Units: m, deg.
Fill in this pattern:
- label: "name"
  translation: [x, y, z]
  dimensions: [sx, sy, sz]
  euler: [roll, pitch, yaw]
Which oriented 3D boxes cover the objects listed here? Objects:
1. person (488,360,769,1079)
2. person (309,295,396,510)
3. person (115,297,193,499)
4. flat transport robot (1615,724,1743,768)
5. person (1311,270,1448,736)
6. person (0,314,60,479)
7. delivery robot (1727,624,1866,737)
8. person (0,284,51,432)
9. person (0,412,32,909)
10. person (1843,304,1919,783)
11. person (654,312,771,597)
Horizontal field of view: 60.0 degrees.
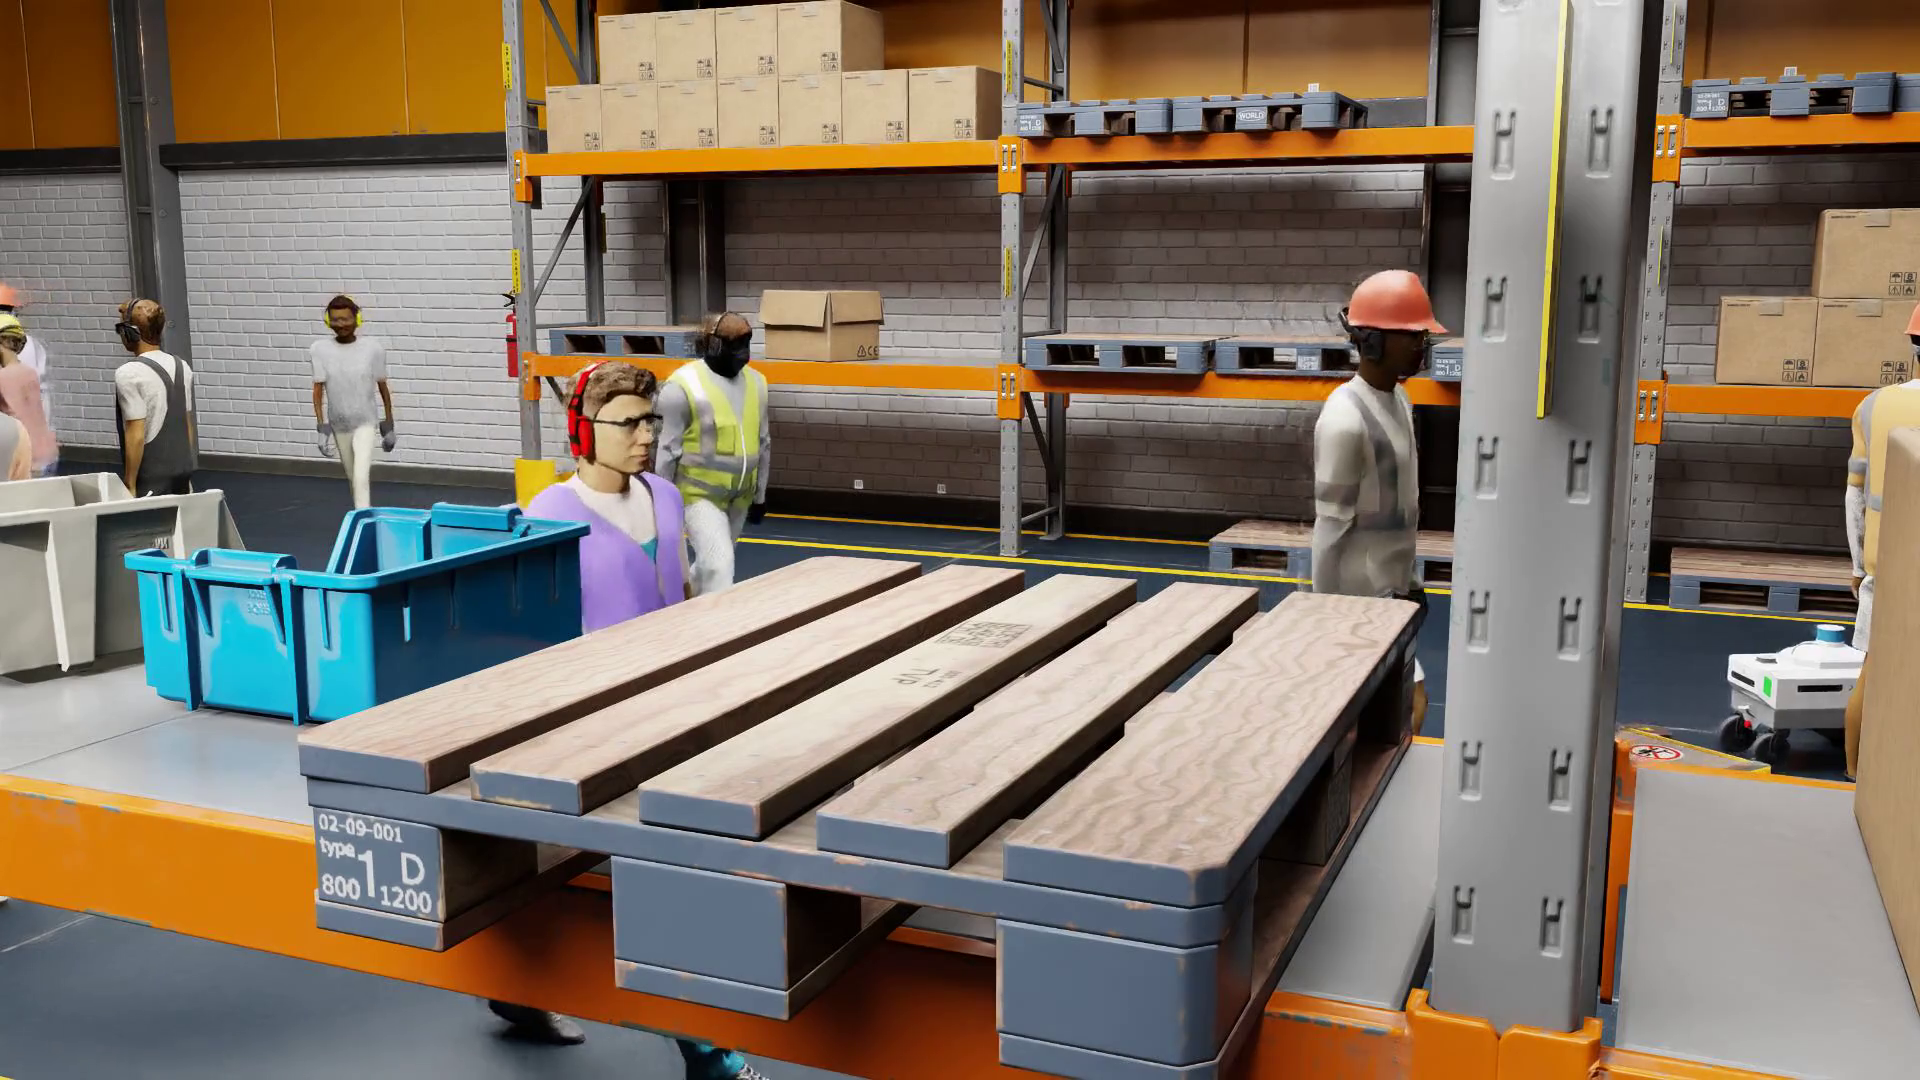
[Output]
- label: "person"
  translation: [-0.847, 0.457, 4.056]
  dimensions: [0.960, 1.805, 0.567]
  euler: [3, 10, 19]
- label: "person"
  translation: [-4.150, -0.767, 11.397]
  dimensions: [0.484, 1.807, 0.949]
  euler: [-1, 10, -5]
- label: "person"
  translation: [-4.108, -0.308, 8.502]
  dimensions: [0.338, 1.845, 0.514]
  euler: [1, 10, 9]
- label: "flat transport robot"
  translation: [2.247, 0.906, 5.934]
  dimensions: [1.431, 0.197, 0.652]
  euler: [-6, 11, -32]
- label: "person"
  translation: [1.250, 0.114, 5.511]
  dimensions: [0.967, 2.010, 0.614]
  euler: [4, 10, 24]
- label: "person"
  translation: [-5.453, -0.453, 9.720]
  dimensions: [0.470, 1.724, 0.546]
  euler: [-2, 10, -10]
- label: "delivery robot"
  translation: [3.502, 0.586, 6.726]
  dimensions: [0.707, 0.478, 0.477]
  euler: [0, 10, -3]
- label: "person"
  translation: [-6.247, -0.707, 10.748]
  dimensions: [0.980, 1.883, 0.563]
  euler: [1, 10, 6]
- label: "person"
  translation: [-3.221, 0.207, 5.267]
  dimensions: [0.599, 1.890, 0.644]
  euler: [-9, 13, -42]
- label: "person"
  translation: [3.374, 0.093, 5.821]
  dimensions: [0.360, 1.936, 0.552]
  euler: [-3, 10, -18]
- label: "person"
  translation: [-1.267, -0.233, 8.231]
  dimensions: [0.861, 1.803, 0.639]
  euler: [8, 12, 39]
